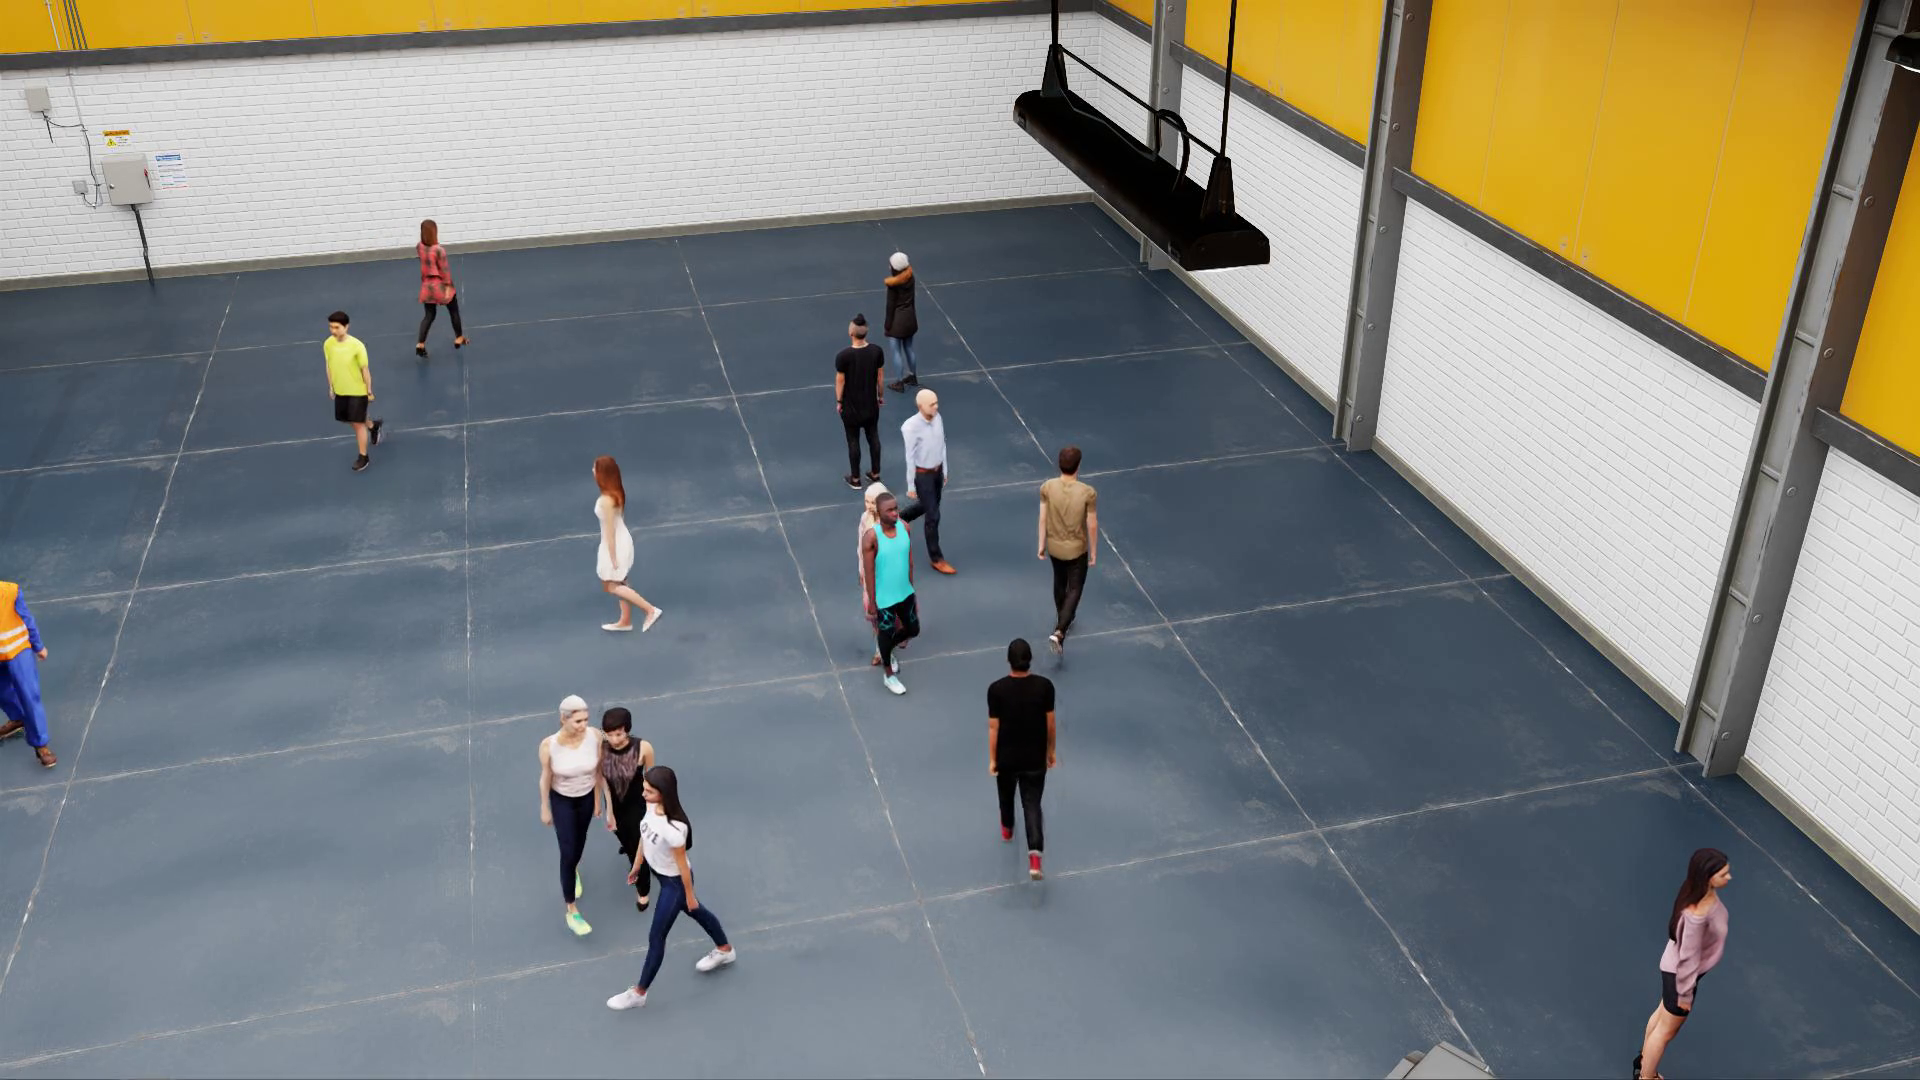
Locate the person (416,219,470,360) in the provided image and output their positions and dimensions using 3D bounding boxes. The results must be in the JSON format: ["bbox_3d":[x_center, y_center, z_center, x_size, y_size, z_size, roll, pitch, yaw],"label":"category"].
[{"bbox_3d":[-6.281,-2.960,19.781,1.001,1.674,1.143,11,30,19],"label":"person"}]

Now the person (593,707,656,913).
[{"bbox_3d":[-2.250,1.731,11.283,0.754,1.577,0.984,2,29,3],"label":"person"}]

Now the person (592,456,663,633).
[{"bbox_3d":[-2.853,0.061,14.212,0.771,1.703,0.814,2,29,3],"label":"person"}]

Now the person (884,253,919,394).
[{"bbox_3d":[-0.662,-2.490,18.965,0.778,1.630,0.740,21,35,33],"label":"person"}]

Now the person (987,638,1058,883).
[{"bbox_3d":[0.423,1.545,11.476,0.801,1.719,1.207,-1,29,-3],"label":"person"}]

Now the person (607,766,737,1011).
[{"bbox_3d":[-1.717,2.116,10.426,0.844,1.721,1.123,-14,32,-24],"label":"person"}]

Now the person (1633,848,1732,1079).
[{"bbox_3d":[4.159,2.514,9.602,0.752,1.811,0.680,14,31,23],"label":"person"}]

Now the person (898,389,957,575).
[{"bbox_3d":[-0.365,-0.582,15.326,1.202,1.766,1.058,21,35,33],"label":"person"}]

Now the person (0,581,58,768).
[{"bbox_3d":[-7.261,0.858,12.624,0.769,1.826,0.911,-6,29,-11],"label":"person"}]

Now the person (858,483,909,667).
[{"bbox_3d":[-0.595,0.256,13.880,0.815,1.679,0.875,15,32,26],"label":"person"}]

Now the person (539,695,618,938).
[{"bbox_3d":[-2.606,1.720,11.205,0.795,1.670,1.062,-14,32,-24],"label":"person"}]

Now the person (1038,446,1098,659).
[{"bbox_3d":[0.875,0.109,13.992,1.078,1.830,1.226,10,30,18],"label":"person"}]

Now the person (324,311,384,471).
[{"bbox_3d":[-6.294,-1.607,17.287,0.914,1.687,1.050,8,30,14],"label":"person"}]

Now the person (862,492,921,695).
[{"bbox_3d":[-0.607,0.394,13.499,0.753,1.802,0.805,-19,34,-31],"label":"person"}]

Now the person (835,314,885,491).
[{"bbox_3d":[-0.992,-1.409,16.738,0.717,1.865,0.643,-13,31,-23],"label":"person"}]
